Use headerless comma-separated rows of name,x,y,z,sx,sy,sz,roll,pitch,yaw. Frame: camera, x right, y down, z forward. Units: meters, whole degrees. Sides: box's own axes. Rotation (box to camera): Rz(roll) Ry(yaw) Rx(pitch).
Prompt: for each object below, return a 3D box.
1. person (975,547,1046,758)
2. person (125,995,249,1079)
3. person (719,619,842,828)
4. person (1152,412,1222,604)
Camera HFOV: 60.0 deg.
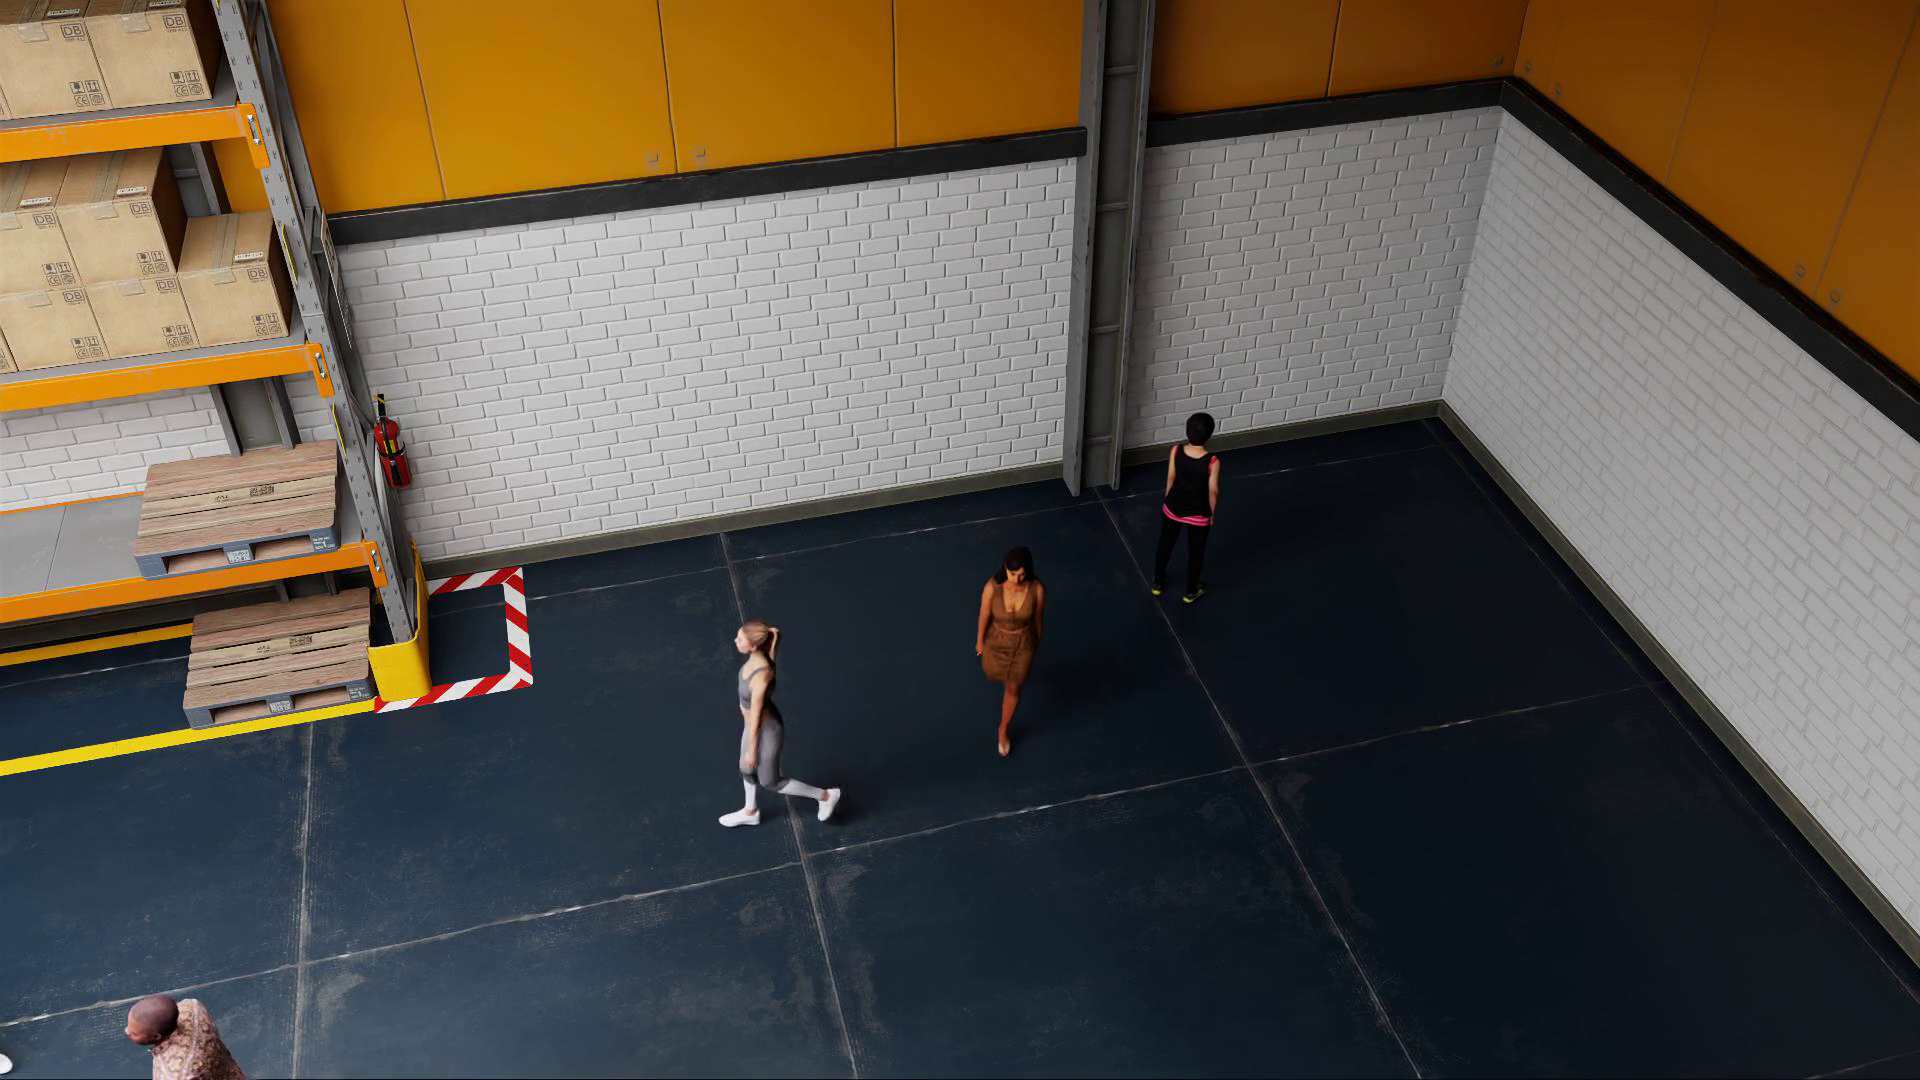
person,0.333,0.629,10.760,0.915,1.661,0.783,0,39,0
person,-3.484,2.738,8.023,0.927,1.780,0.723,-11,40,-13
person,-1.112,1.164,10.073,1.001,1.682,0.600,-6,39,-8
person,1.636,-0.238,11.938,0.642,1.545,0.713,17,41,20
